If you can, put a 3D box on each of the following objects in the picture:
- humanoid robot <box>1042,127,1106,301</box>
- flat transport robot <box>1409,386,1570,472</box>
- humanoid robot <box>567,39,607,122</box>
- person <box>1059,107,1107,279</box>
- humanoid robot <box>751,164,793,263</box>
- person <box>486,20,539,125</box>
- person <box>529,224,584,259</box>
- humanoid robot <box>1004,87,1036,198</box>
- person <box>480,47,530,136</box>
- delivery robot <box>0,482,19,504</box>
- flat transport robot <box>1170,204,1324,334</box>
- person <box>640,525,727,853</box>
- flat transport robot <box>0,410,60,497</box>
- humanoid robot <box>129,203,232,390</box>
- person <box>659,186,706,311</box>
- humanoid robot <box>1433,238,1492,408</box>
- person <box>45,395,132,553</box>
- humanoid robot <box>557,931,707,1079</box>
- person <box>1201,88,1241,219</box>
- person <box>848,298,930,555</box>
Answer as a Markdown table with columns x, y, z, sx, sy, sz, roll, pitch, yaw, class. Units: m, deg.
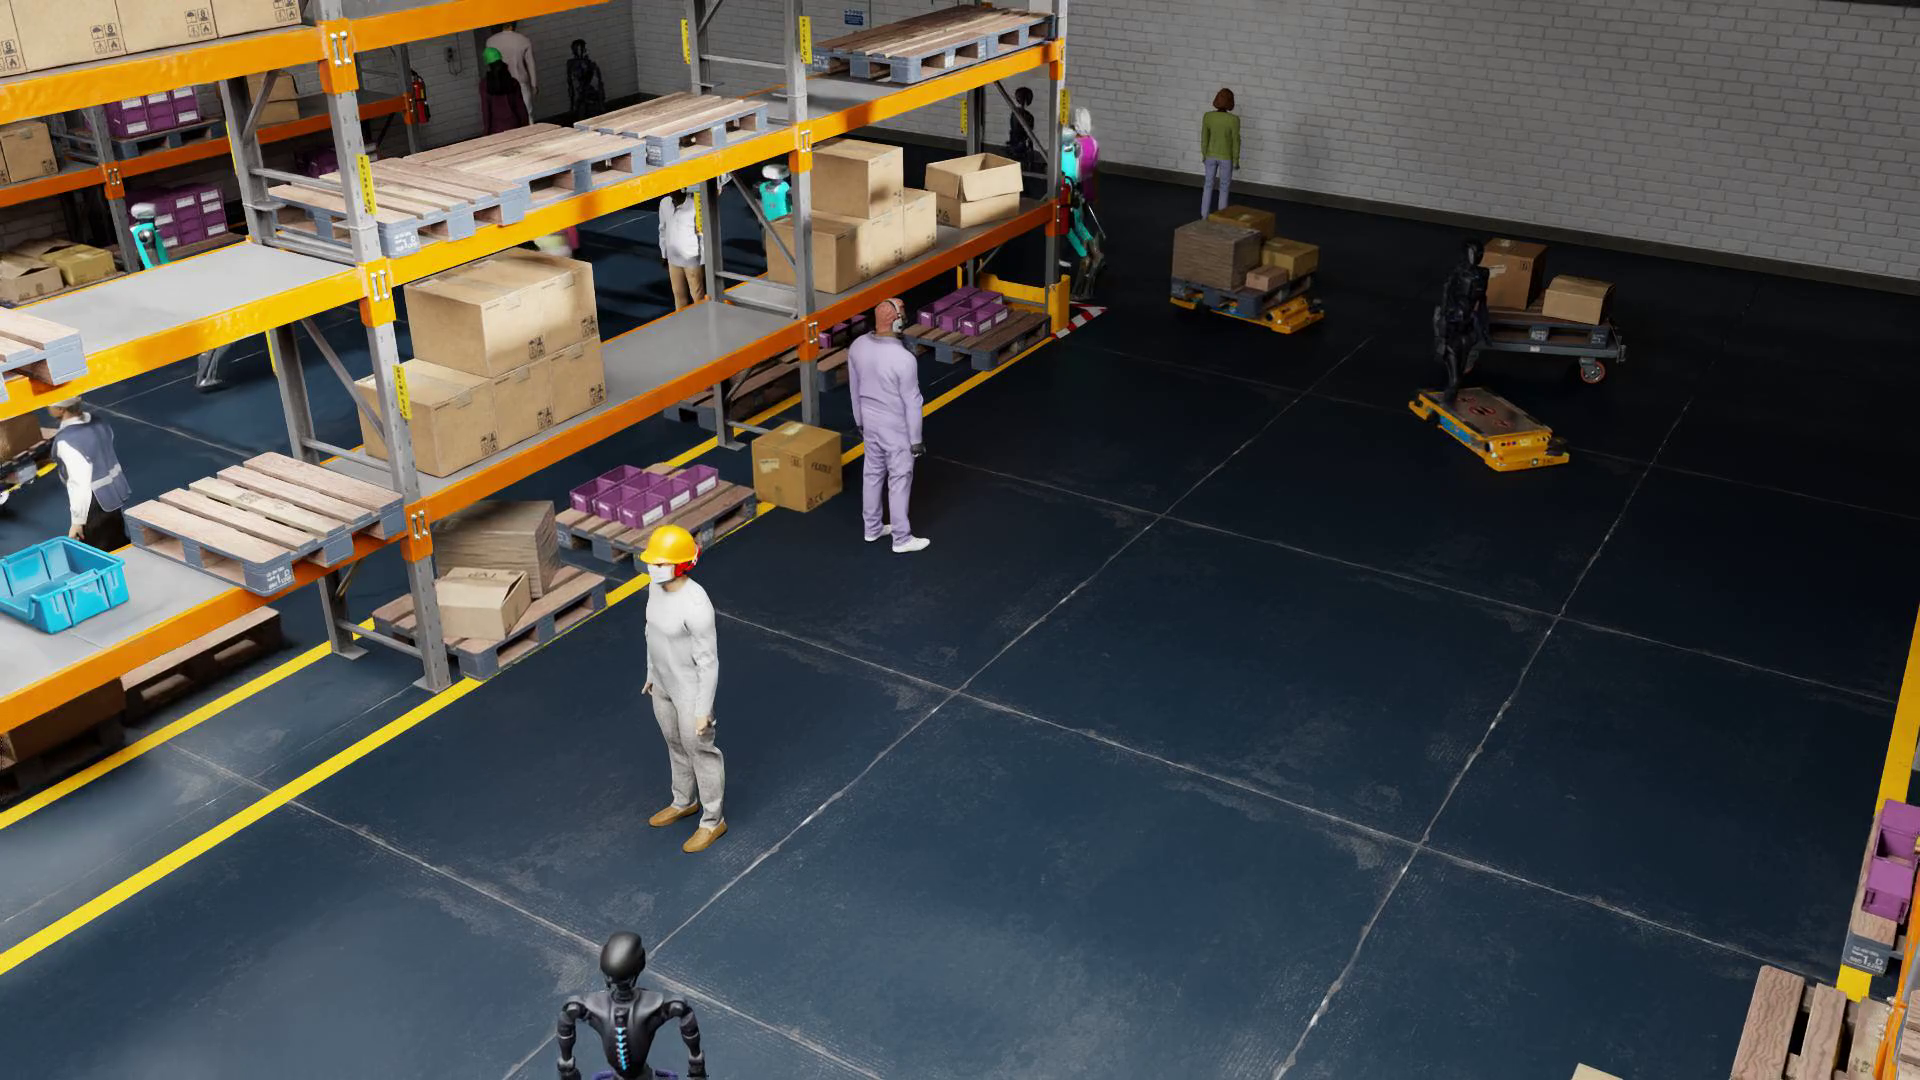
| x | y | z | sx | sy | sz | roll | pitch | yaw | class |
| --- | --- | --- | --- | --- | --- | --- | --- | --- | --- |
| 1.243 | -3.310 | 17.087 | 0.808 | 1.757 | 0.532 | 22 | 34 | 36 | humanoid robot |
| 4.468 | -0.966 | 14.102 | 0.659 | 0.231 | 1.431 | -8 | 28 | -15 | flat transport robot |
| -4.966 | -5.863 | 22.206 | 0.614 | 1.643 | 0.425 | 11 | 29 | 21 | humanoid robot |
| 1.280 | -3.719 | 17.822 | 0.882 | 1.816 | 0.518 | 24 | 36 | 39 | person |
| -1.579 | -2.886 | 16.284 | 0.535 | 1.750 | 0.925 | 14 | 30 | 26 | humanoid robot |
| -6.022 | -6.162 | 22.500 | 0.634 | 1.934 | 0.351 | -4 | 27 | -7 | person |
| -3.960 | -2.946 | 16.283 | 0.650 | 1.824 | 0.461 | 19 | 32 | 32 | person |
| 0.658 | -4.487 | 19.533 | 0.748 | 1.637 | 0.611 | -10 | 29 | -20 | humanoid robot |
| -5.572 | -5.088 | 20.447 | 0.518 | 1.876 | 1.052 | -3 | 27 | -5 | person |
| -7.776 | -0.573 | 13.015 | 0.769 | 0.598 | 0.517 | -4 | 27 | -7 | delivery robot |
| 2.922 | -2.416 | 16.958 | 1.431 | 0.231 | 0.659 | 22 | 34 | 36 | flat transport robot |
| -1.486 | 0.778 | 8.869 | 0.352 | 1.898 | 0.562 | -23 | 35 | -37 | person |
| -7.799 | -0.420 | 13.026 | 0.659 | 0.231 | 1.431 | 5 | 27 | 9 | flat transport robot |
| -6.818 | -2.100 | 14.810 | 0.759 | 1.870 | 0.562 | -13 | 30 | -25 | humanoid robot |
| -2.643 | -2.699 | 15.874 | 0.571 | 1.749 | 0.340 | 15 | 31 | 27 | person |
| 4.270 | -1.753 | 14.100 | 0.599 | 1.649 | 0.411 | -17 | 31 | -29 | humanoid robot |
| -5.739 | -0.238 | 11.020 | 0.451 | 1.755 | 0.770 | -4 | 27 | -8 | person |
| -1.240 | 2.190 | 6.329 | 0.589 | 1.651 | 0.395 | -2 | 27 | -3 | humanoid robot |
| 3.049 | -4.463 | 19.481 | 0.502 | 1.632 | 0.282 | 18 | 32 | 31 | person |
| -0.492 | -0.825 | 12.018 | 0.650 | 1.904 | 0.406 | 23 | 35 | 38 | person |
